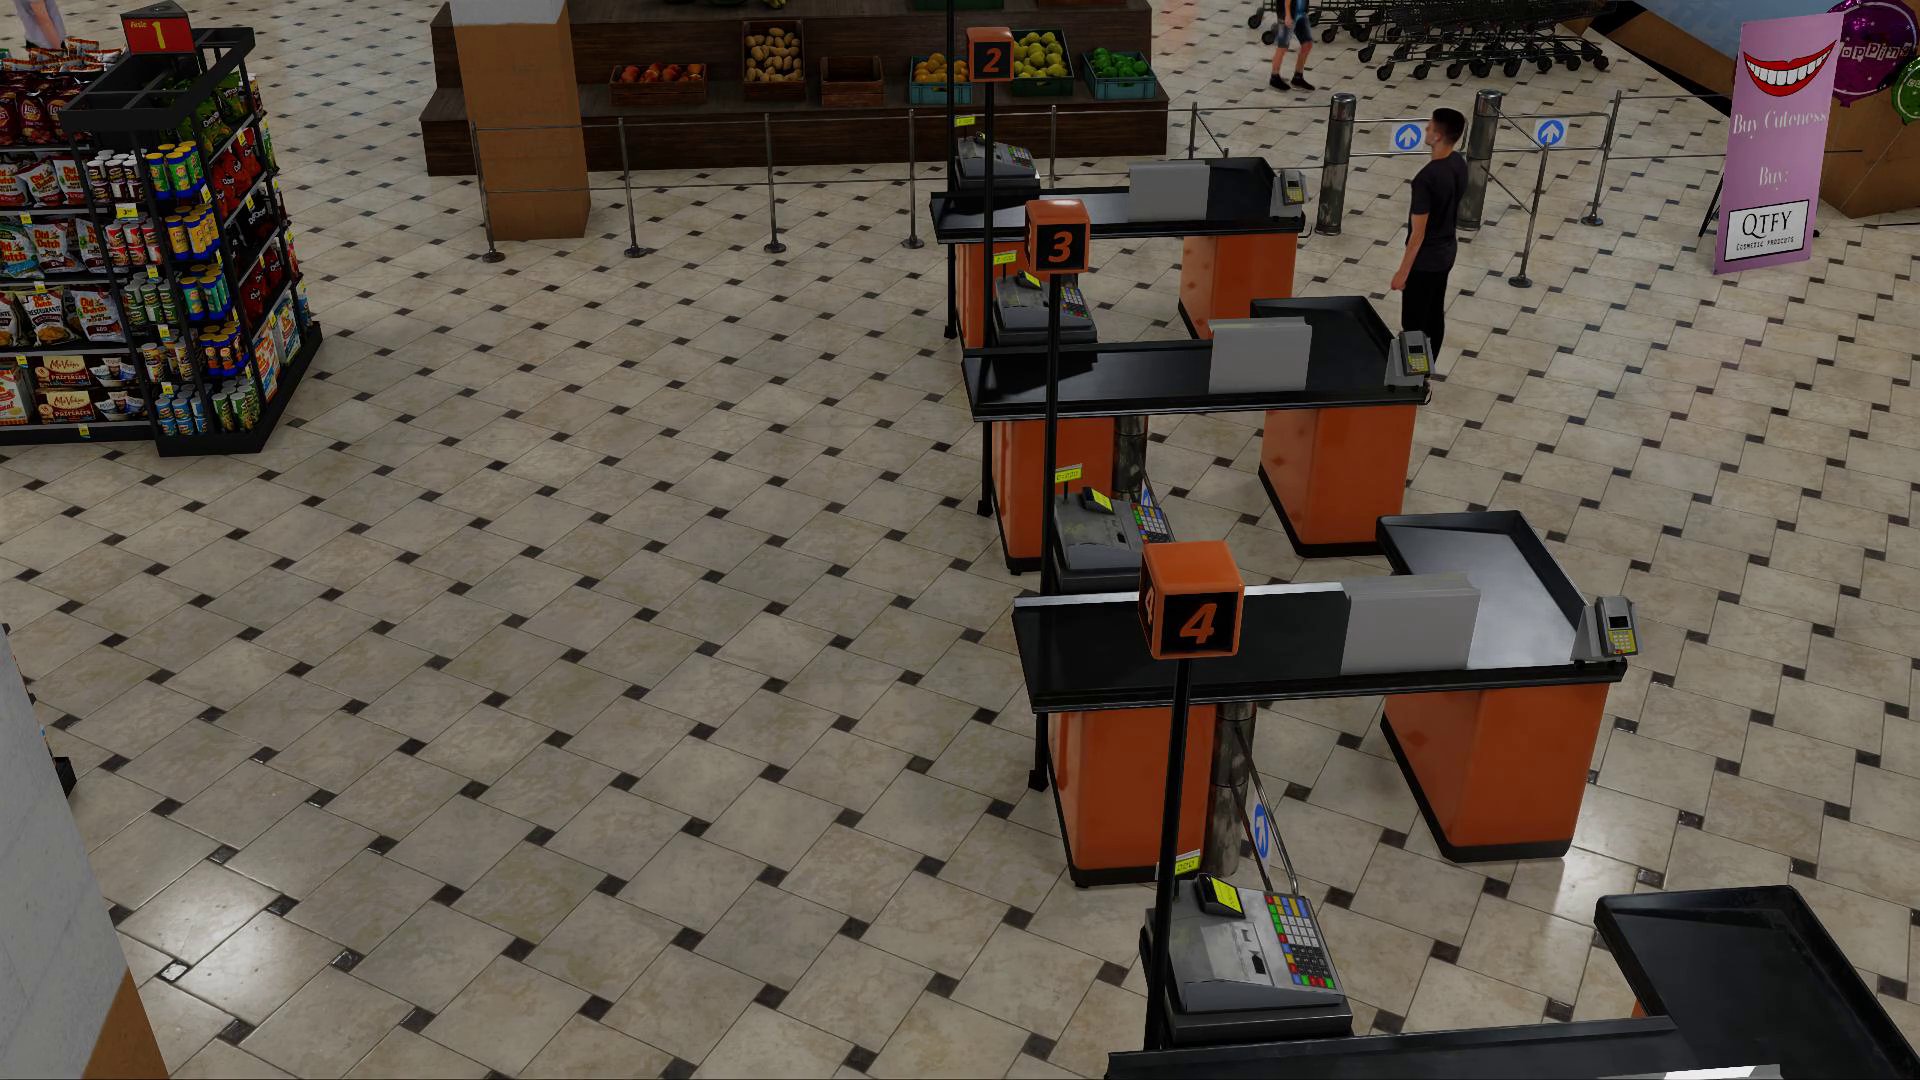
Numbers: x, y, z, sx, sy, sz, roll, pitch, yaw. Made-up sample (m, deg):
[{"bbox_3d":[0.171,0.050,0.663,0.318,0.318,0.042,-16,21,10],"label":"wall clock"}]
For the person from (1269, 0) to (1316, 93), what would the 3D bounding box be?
[{"bbox_3d":[2.948,-4.764,14.961,0.780,1.433,0.724,28,41,37],"label":"person"}]

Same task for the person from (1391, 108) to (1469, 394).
[{"bbox_3d":[2.697,-1.616,9.588,0.777,1.764,0.717,24,39,33],"label":"person"}]
